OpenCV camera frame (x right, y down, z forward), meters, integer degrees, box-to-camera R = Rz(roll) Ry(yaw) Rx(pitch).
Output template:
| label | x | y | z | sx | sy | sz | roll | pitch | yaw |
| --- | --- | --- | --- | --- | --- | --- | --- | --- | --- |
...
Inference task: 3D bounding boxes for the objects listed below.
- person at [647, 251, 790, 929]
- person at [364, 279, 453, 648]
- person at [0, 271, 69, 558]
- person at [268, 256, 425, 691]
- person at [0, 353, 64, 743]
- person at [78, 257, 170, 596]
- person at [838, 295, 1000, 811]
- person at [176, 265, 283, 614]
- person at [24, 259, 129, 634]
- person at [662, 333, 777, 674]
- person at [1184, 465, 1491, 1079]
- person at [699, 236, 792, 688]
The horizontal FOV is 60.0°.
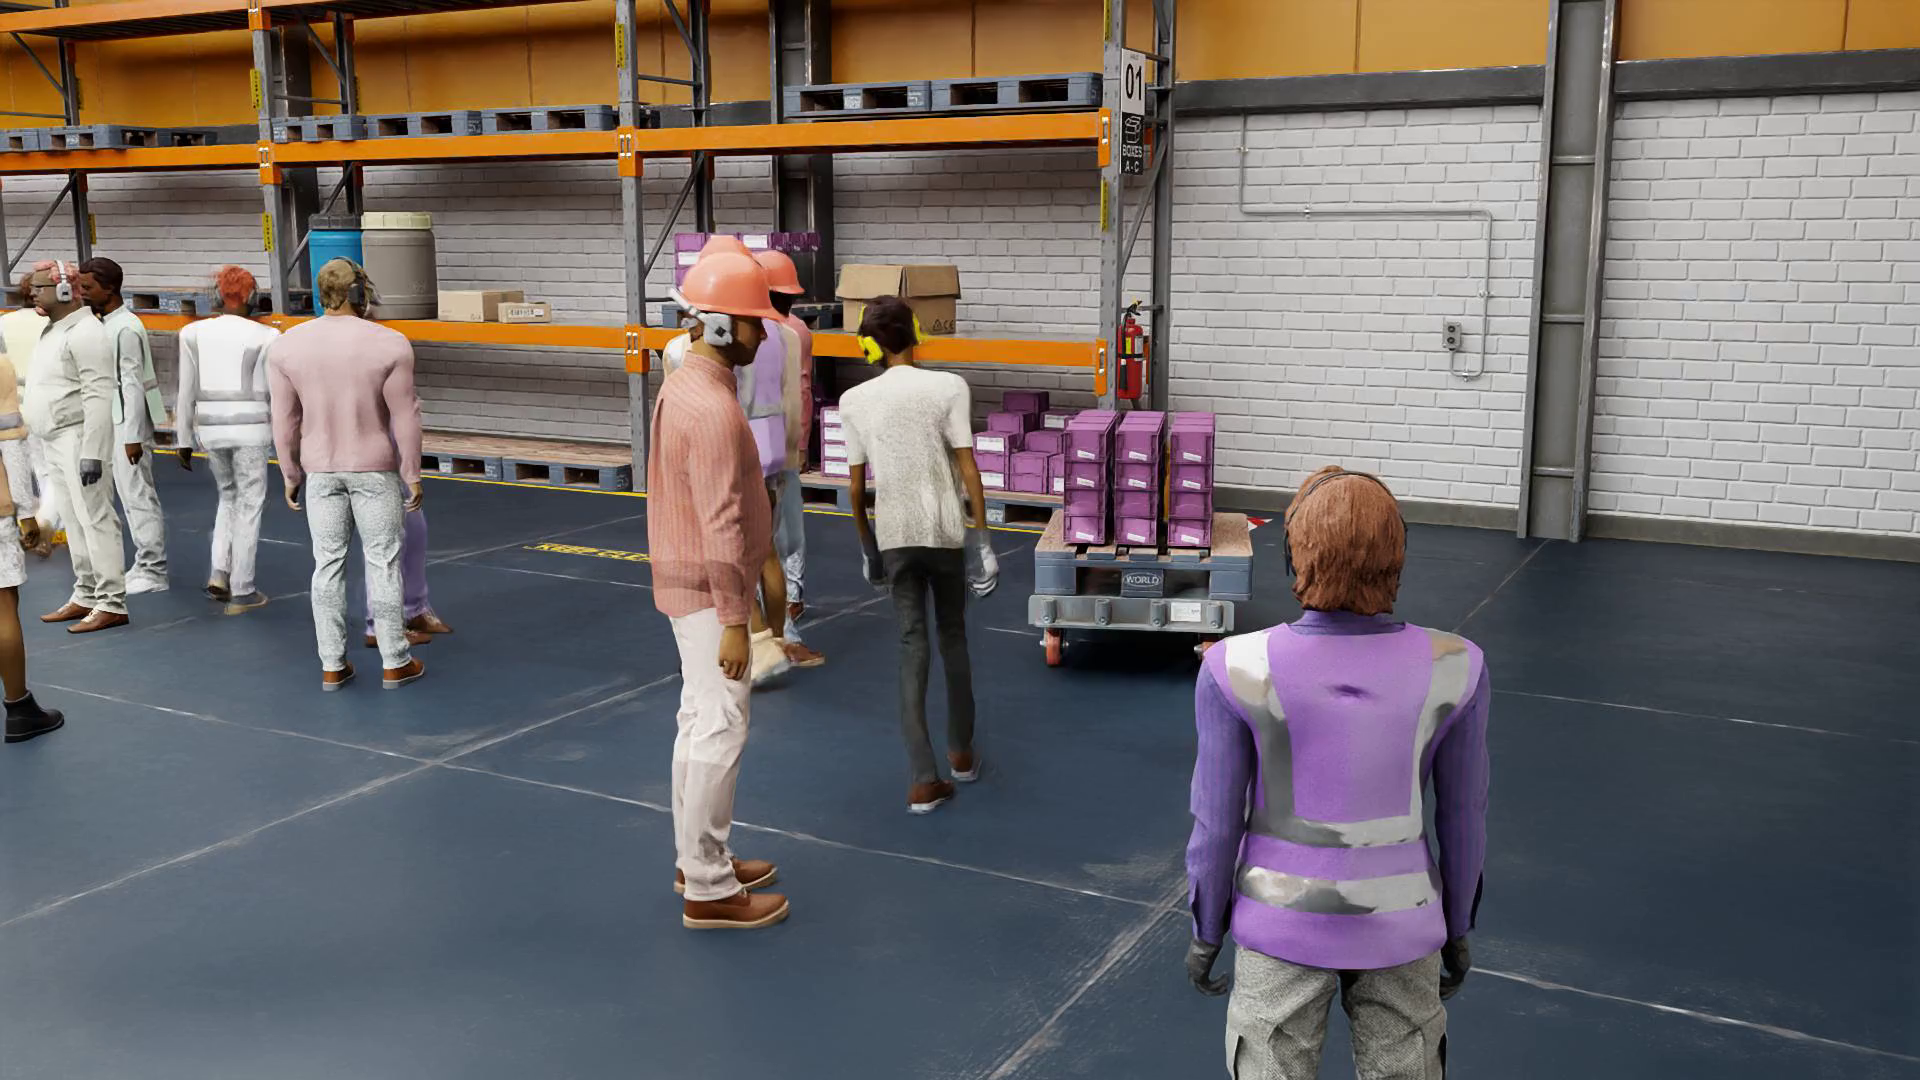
| label | x | y | z | sx | sy | sz | roll | pitch | yaw |
| --- | --- | --- | --- | --- | --- | --- | --- | --- | --- |
| person | -0.703 | 0.157 | 4.882 | 0.403 | 1.983 | 0.627 | -3 | 11 | -18 |
| person | -2.853 | -0.377 | 8.162 | 0.419 | 1.857 | 0.713 | 1 | 10 | 3 |
| person | -5.804 | -0.794 | 10.560 | 0.633 | 1.816 | 0.828 | -1 | 10 | -3 |
| person | -2.715 | -0.286 | 7.428 | 0.635 | 1.934 | 0.351 | -1 | 10 | -4 |
| person | -3.955 | -0.143 | 6.635 | 0.542 | 1.939 | 0.365 | 0 | 10 | -2 |
| person | -4.742 | -0.644 | 9.477 | 0.394 | 1.910 | 0.591 | -8 | 13 | -37 |
| person | -0.132 | 0.024 | 6.054 | 0.605 | 1.813 | 0.766 | 1 | 10 | 7 |
| person | -3.889 | -0.536 | 8.973 | 0.627 | 1.867 | 0.420 | 1 | 10 | 5 |
| person | -4.581 | -0.482 | 8.583 | 0.643 | 1.908 | 0.408 | 10 | 14 | 43 |
| person | -1.079 | -0.316 | 7.641 | 0.548 | 1.923 | 0.391 | 3 | 11 | 17 |
| person | 0.643 | 0.692 | 2.874 | 0.514 | 1.642 | 0.310 | 0 | 10 | 1 |
| person | -0.970 | -0.345 | 7.508 | 0.540 | 2.027 | 0.639 | 4 | 11 | 22 |
